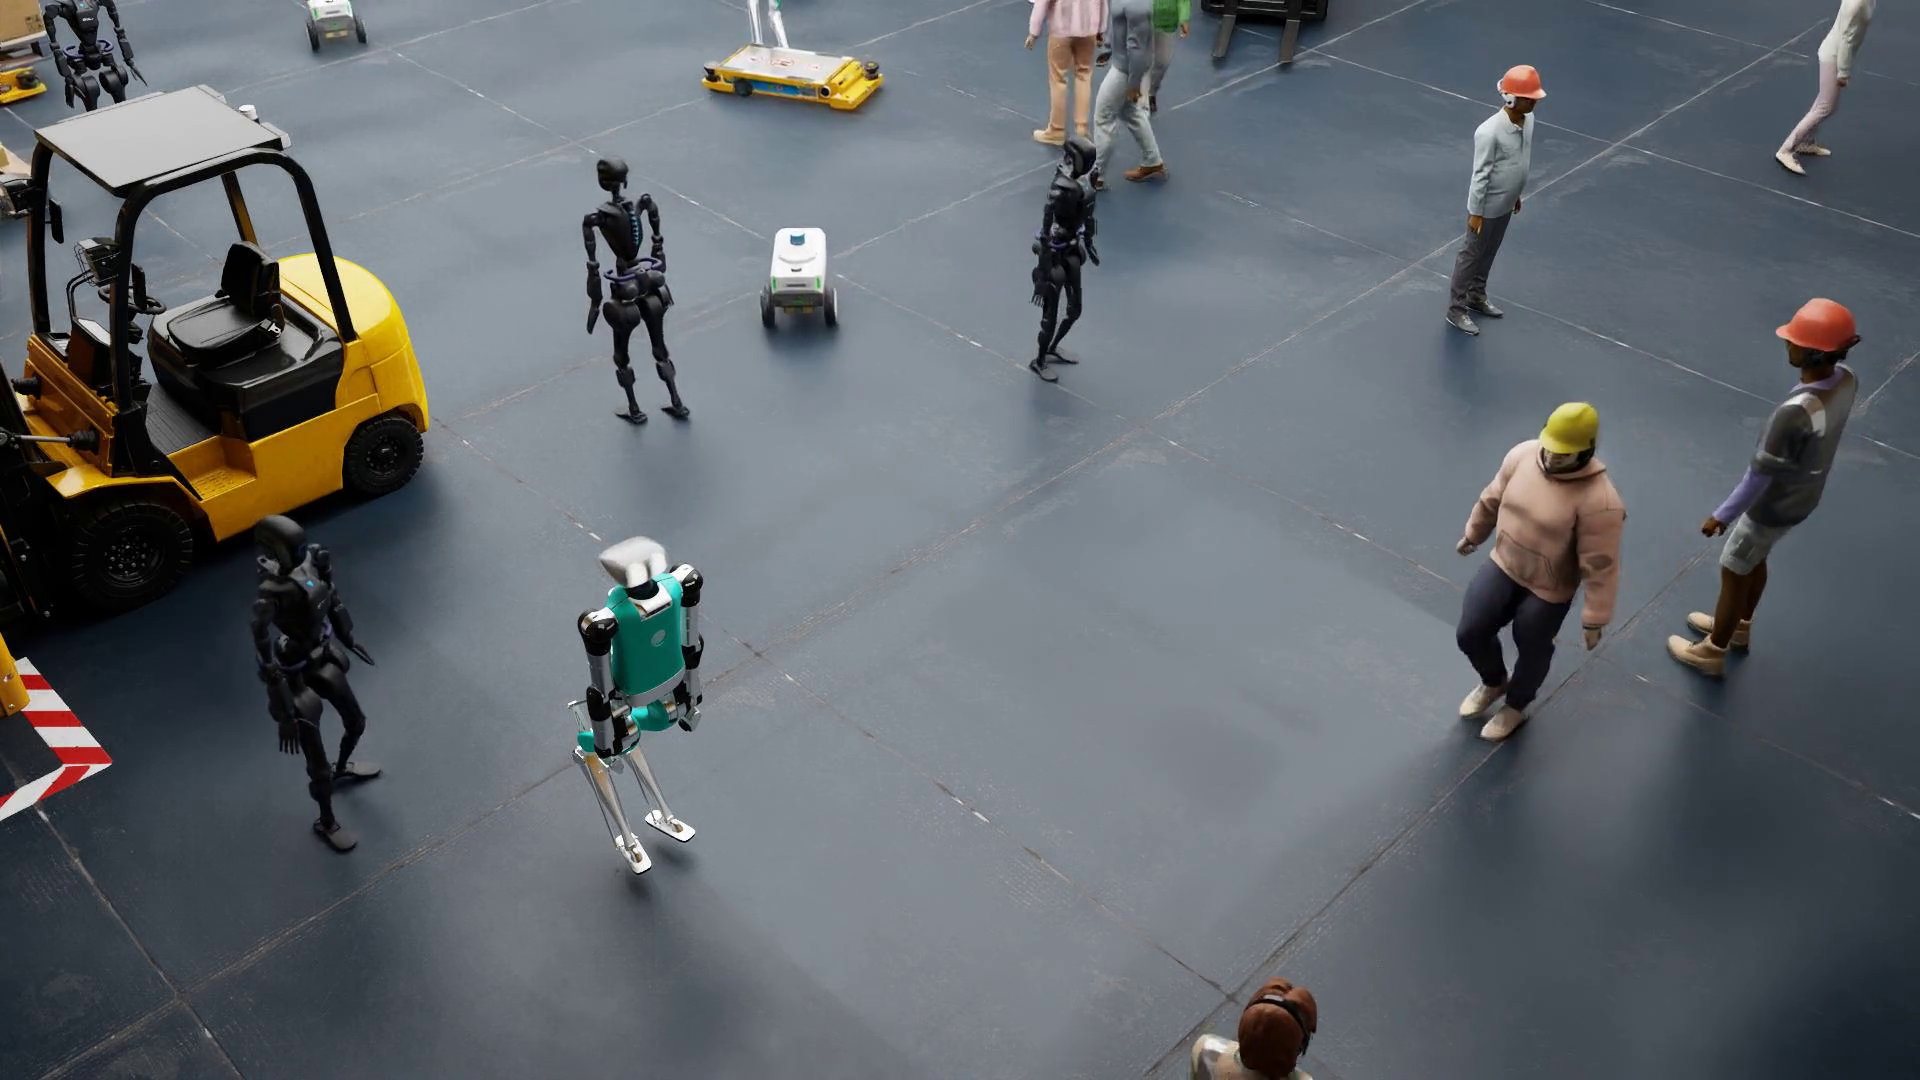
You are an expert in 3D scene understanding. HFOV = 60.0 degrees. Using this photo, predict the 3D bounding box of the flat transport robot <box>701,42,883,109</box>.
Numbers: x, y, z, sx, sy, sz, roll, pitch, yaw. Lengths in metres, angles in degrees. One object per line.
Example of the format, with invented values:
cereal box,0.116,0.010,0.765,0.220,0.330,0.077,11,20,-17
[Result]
flat transport robot,-1.450,-4.007,14.360,1.431,0.231,0.659,13,39,16

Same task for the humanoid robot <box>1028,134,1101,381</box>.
humanoid robot,0.640,-1.734,10.144,0.415,1.633,0.614,21,42,26

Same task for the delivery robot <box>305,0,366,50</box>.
delivery robot,-5.786,-4.867,15.271,0.499,0.593,0.797,-15,39,-19

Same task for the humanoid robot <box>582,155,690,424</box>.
humanoid robot,-1.904,-1.440,9.768,0.446,1.645,0.589,28,45,32

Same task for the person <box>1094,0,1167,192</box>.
person,1.225,-3.517,12.331,0.775,1.909,0.639,3,37,4

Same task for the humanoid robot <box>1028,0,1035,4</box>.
humanoid robot,0.763,-5.880,15.529,0.533,1.677,0.735,-31,47,-34

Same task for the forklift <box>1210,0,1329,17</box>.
forklift,3.106,-6.400,15.960,1.214,2.155,2.313,8,37,10

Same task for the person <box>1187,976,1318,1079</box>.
person,0.925,1.973,5.212,0.538,1.624,0.388,21,42,26

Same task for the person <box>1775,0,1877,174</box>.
person,6.708,-3.694,12.723,0.377,1.733,0.641,19,41,24

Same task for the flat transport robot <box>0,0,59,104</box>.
flat transport robot,-8.581,-4.047,14.414,1.431,0.231,0.659,27,45,32

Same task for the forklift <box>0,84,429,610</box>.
forklift,-4.145,-1.093,8.856,2.313,2.155,1.214,-31,47,-34

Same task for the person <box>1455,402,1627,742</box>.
person,2.569,0.164,7.450,0.497,1.850,0.835,-25,43,-29

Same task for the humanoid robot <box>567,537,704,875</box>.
humanoid robot,-1.392,0.611,6.838,0.533,1.681,0.735,-31,47,-34

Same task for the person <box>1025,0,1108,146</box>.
person,0.866,-3.960,13.051,0.622,1.770,0.420,-12,38,-16

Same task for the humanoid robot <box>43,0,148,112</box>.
humanoid robot,-6.502,-3.544,12.551,0.599,1.659,0.315,-31,47,-34

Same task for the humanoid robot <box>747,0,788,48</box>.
humanoid robot,-1.694,-5.009,14.489,0.560,1.788,0.806,-16,40,-21

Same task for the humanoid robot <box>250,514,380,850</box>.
humanoid robot,-2.786,0.556,7.074,0.381,1.641,0.598,8,38,11

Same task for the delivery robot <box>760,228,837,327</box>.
delivery robot,-1.077,-1.770,11.139,0.499,0.609,0.784,-1,37,-1

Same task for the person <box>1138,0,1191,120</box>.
person,1.561,-4.206,13.379,0.547,1.754,0.794,-3,37,-4

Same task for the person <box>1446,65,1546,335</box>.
person,3.451,-2.192,10.687,0.559,1.755,0.318,-31,46,-34

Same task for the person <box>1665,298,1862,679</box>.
person,3.789,-0.209,7.801,0.416,2.031,0.623,30,46,34
